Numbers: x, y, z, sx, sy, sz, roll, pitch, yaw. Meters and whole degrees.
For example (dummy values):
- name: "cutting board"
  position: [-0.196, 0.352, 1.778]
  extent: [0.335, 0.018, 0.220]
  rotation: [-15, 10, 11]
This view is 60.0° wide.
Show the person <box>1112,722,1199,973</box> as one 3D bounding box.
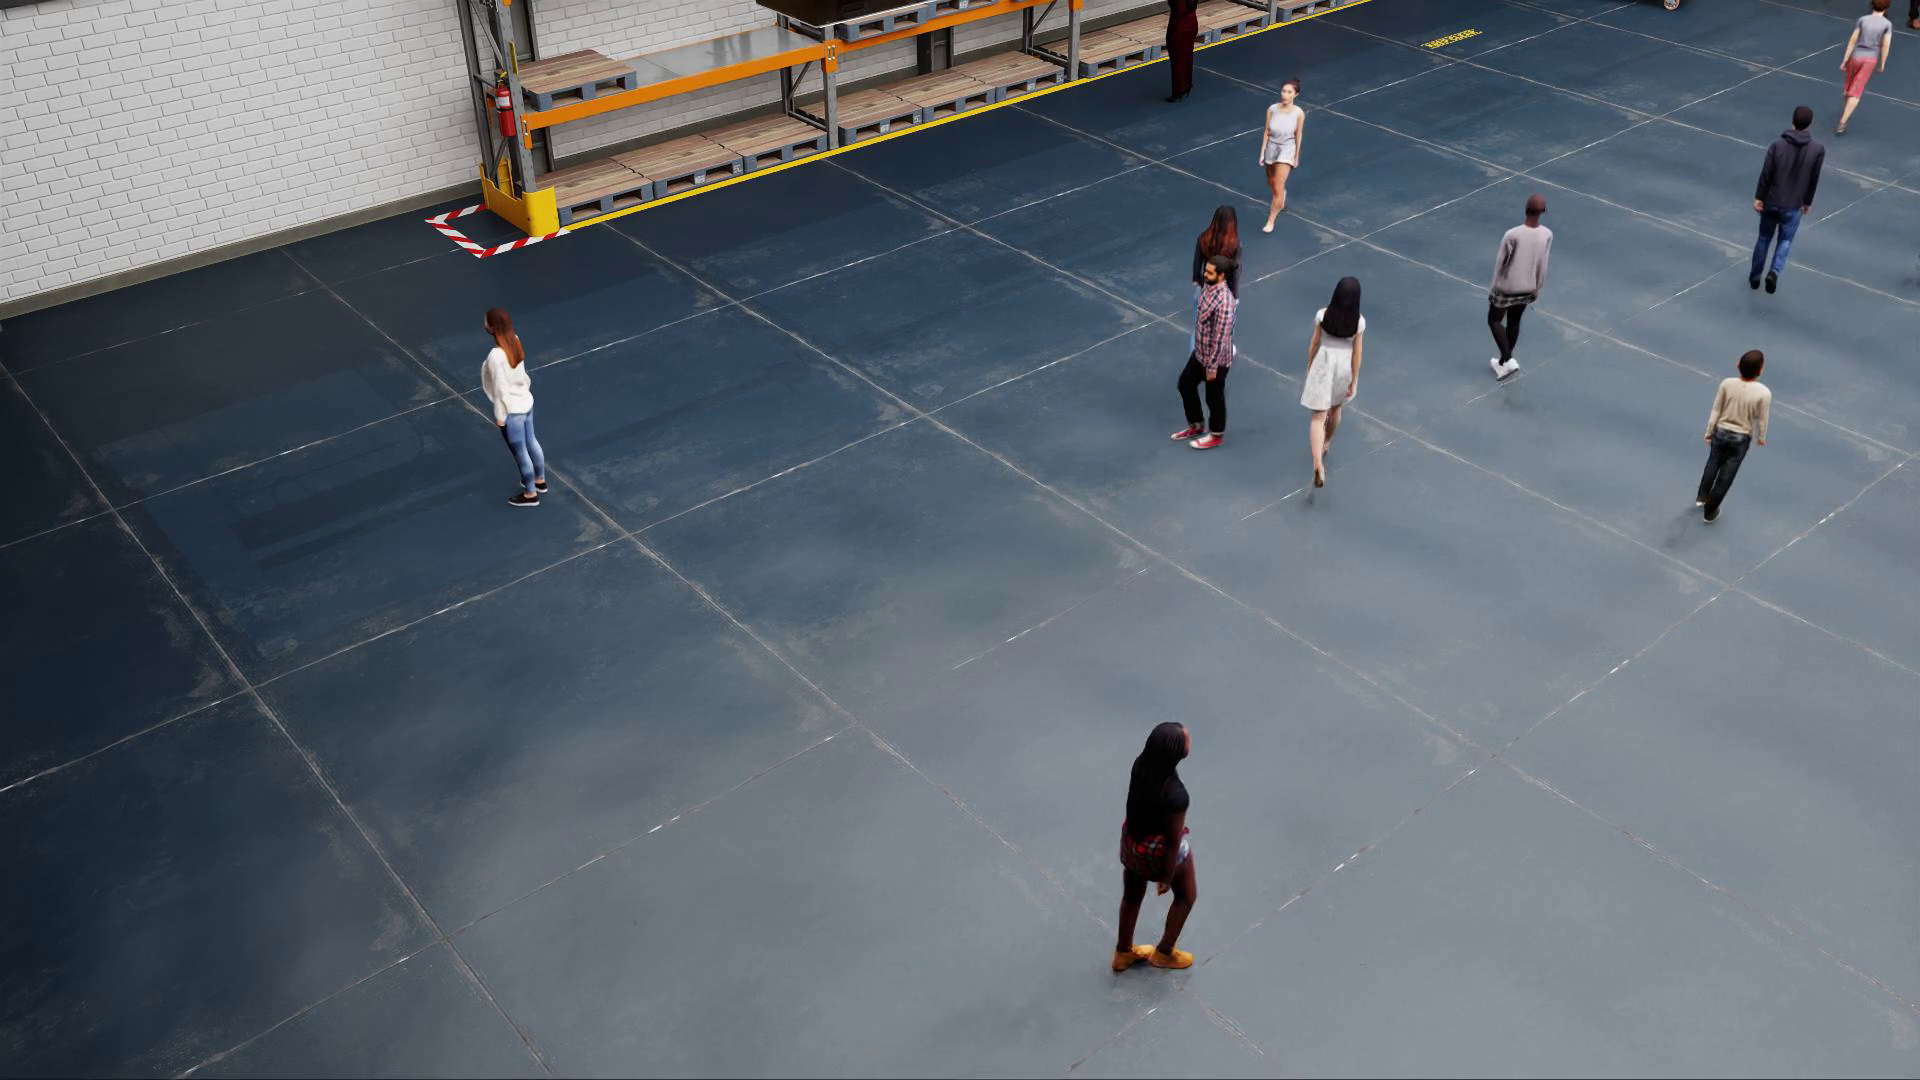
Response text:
- name: "person"
  position: [0.965, 1.705, 8.943]
  extent: [0.667, 1.711, 0.633]
  rotation: [-19, 38, -27]

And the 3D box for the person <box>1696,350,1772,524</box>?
- name: "person"
  position: [5.966, -0.771, 12.902]
  extent: [0.580, 1.451, 0.631]
  rotation: [28, 42, 35]

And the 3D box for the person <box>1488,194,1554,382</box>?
- name: "person"
  position: [4.964, -2.194, 14.765]
  extent: [0.914, 1.758, 0.924]
  rotation: [-4, 34, -7]

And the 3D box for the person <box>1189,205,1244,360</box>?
- name: "person"
  position: [2.258, -2.162, 14.871]
  extent: [0.947, 1.590, 1.213]
  rotation: [16, 37, 23]

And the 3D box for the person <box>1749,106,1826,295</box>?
- name: "person"
  position: [8.068, -3.277, 16.288]
  extent: [0.928, 1.877, 1.069]
  rotation: [13, 36, 19]

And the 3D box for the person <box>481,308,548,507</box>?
- name: "person"
  position: [-3.515, -1.051, 13.107]
  extent: [0.770, 1.691, 0.687]
  rotation: [7, 34, 10]

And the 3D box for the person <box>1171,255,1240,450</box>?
- name: "person"
  position: [2.162, -1.555, 13.813]
  extent: [0.838, 1.749, 0.838]
  rotation: [-8, 34, -12]

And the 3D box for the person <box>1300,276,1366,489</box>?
- name: "person"
  position: [2.968, -1.240, 13.349]
  extent: [1.047, 1.739, 1.207]
  rotation: [7, 34, 10]

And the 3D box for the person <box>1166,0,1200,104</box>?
- name: "person"
  position: [2.855, -6.495, 21.236]
  extent: [0.791, 1.758, 0.640]
  rotation: [20, 38, 27]

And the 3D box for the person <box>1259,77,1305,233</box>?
- name: "person"
  position: [3.471, -4.179, 17.914]
  extent: [0.786, 1.579, 1.077]
  rotation: [18, 38, 25]

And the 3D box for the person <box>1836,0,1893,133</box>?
- name: "person"
  position: [10.998, -5.782, 20.299]
  extent: [0.823, 1.609, 1.202]
  rotation: [21, 39, 28]
